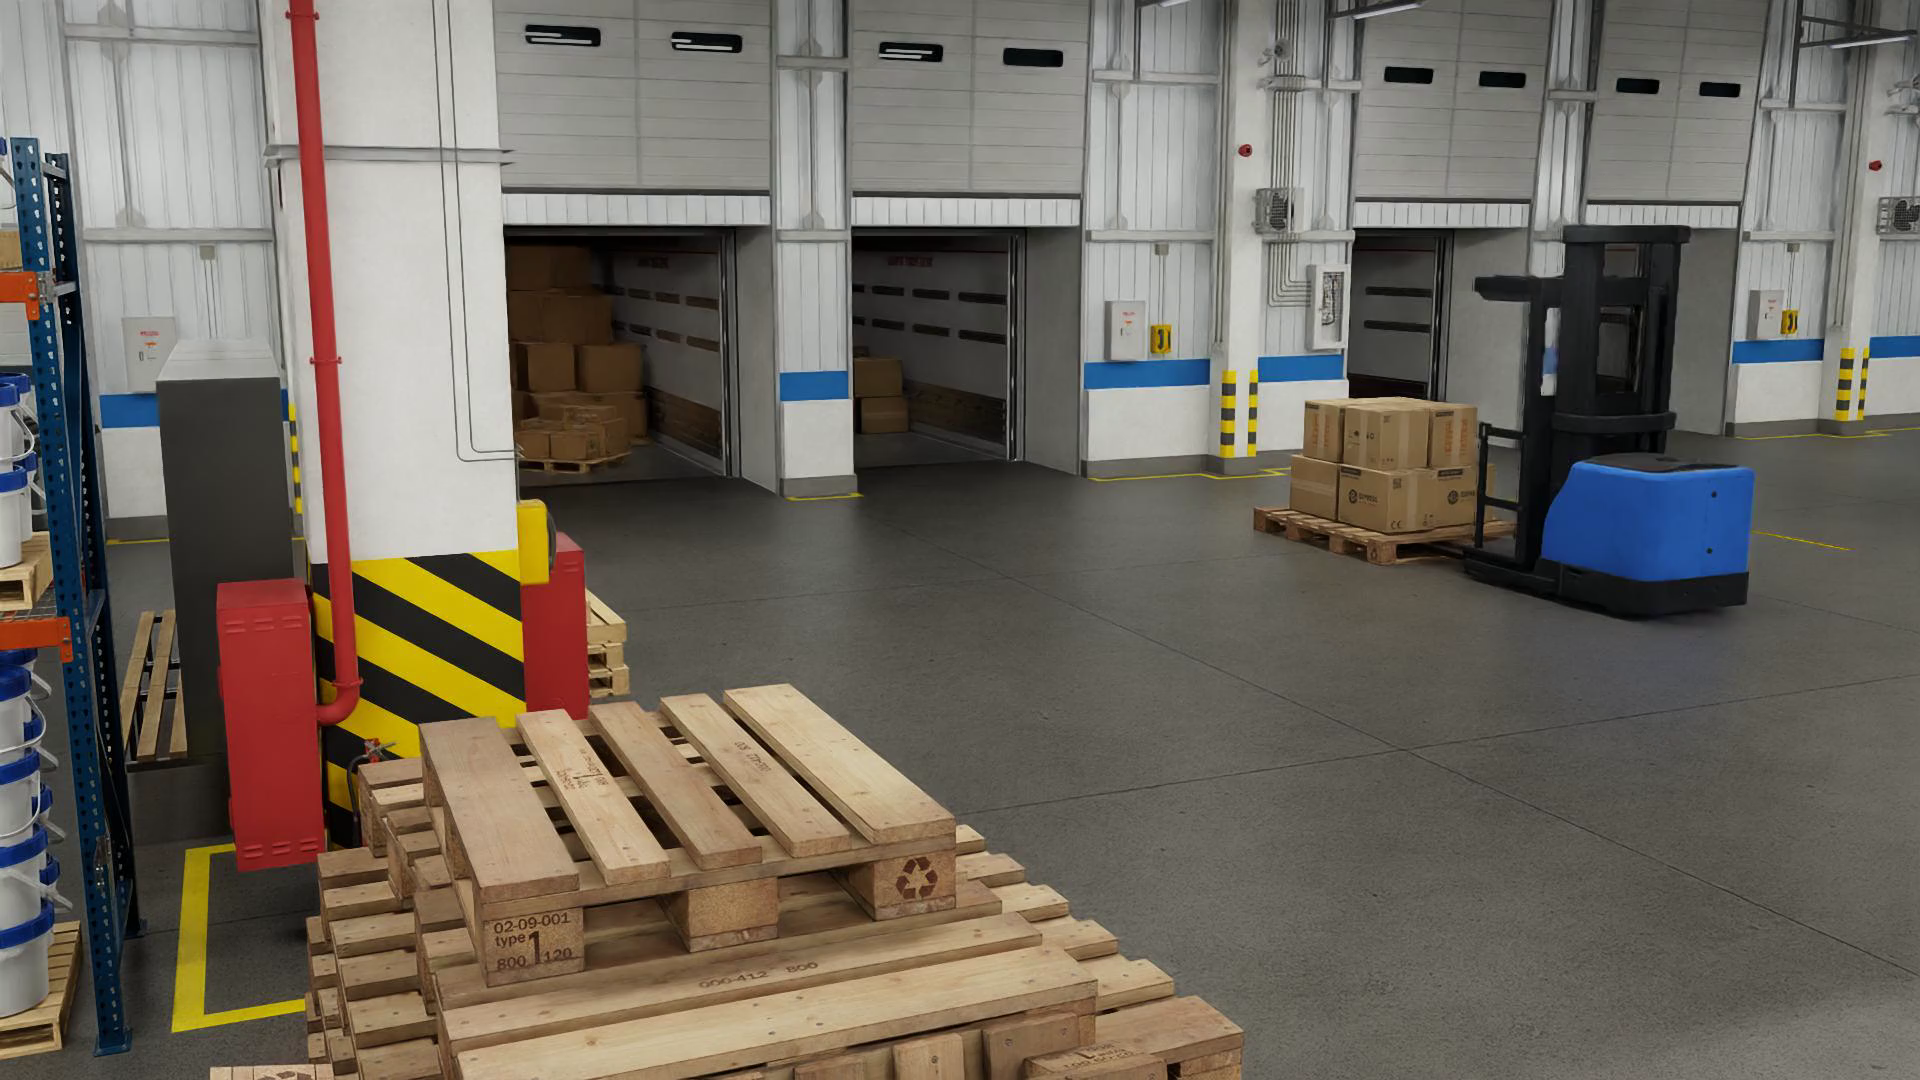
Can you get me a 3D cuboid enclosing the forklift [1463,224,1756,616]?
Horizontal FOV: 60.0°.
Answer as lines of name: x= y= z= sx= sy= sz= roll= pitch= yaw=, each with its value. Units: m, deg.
forklift: x=4.938 y=-0.970 z=12.534 sx=1.129 sy=2.768 sz=1.873 roll=-4 pitch=11 yaw=-23
